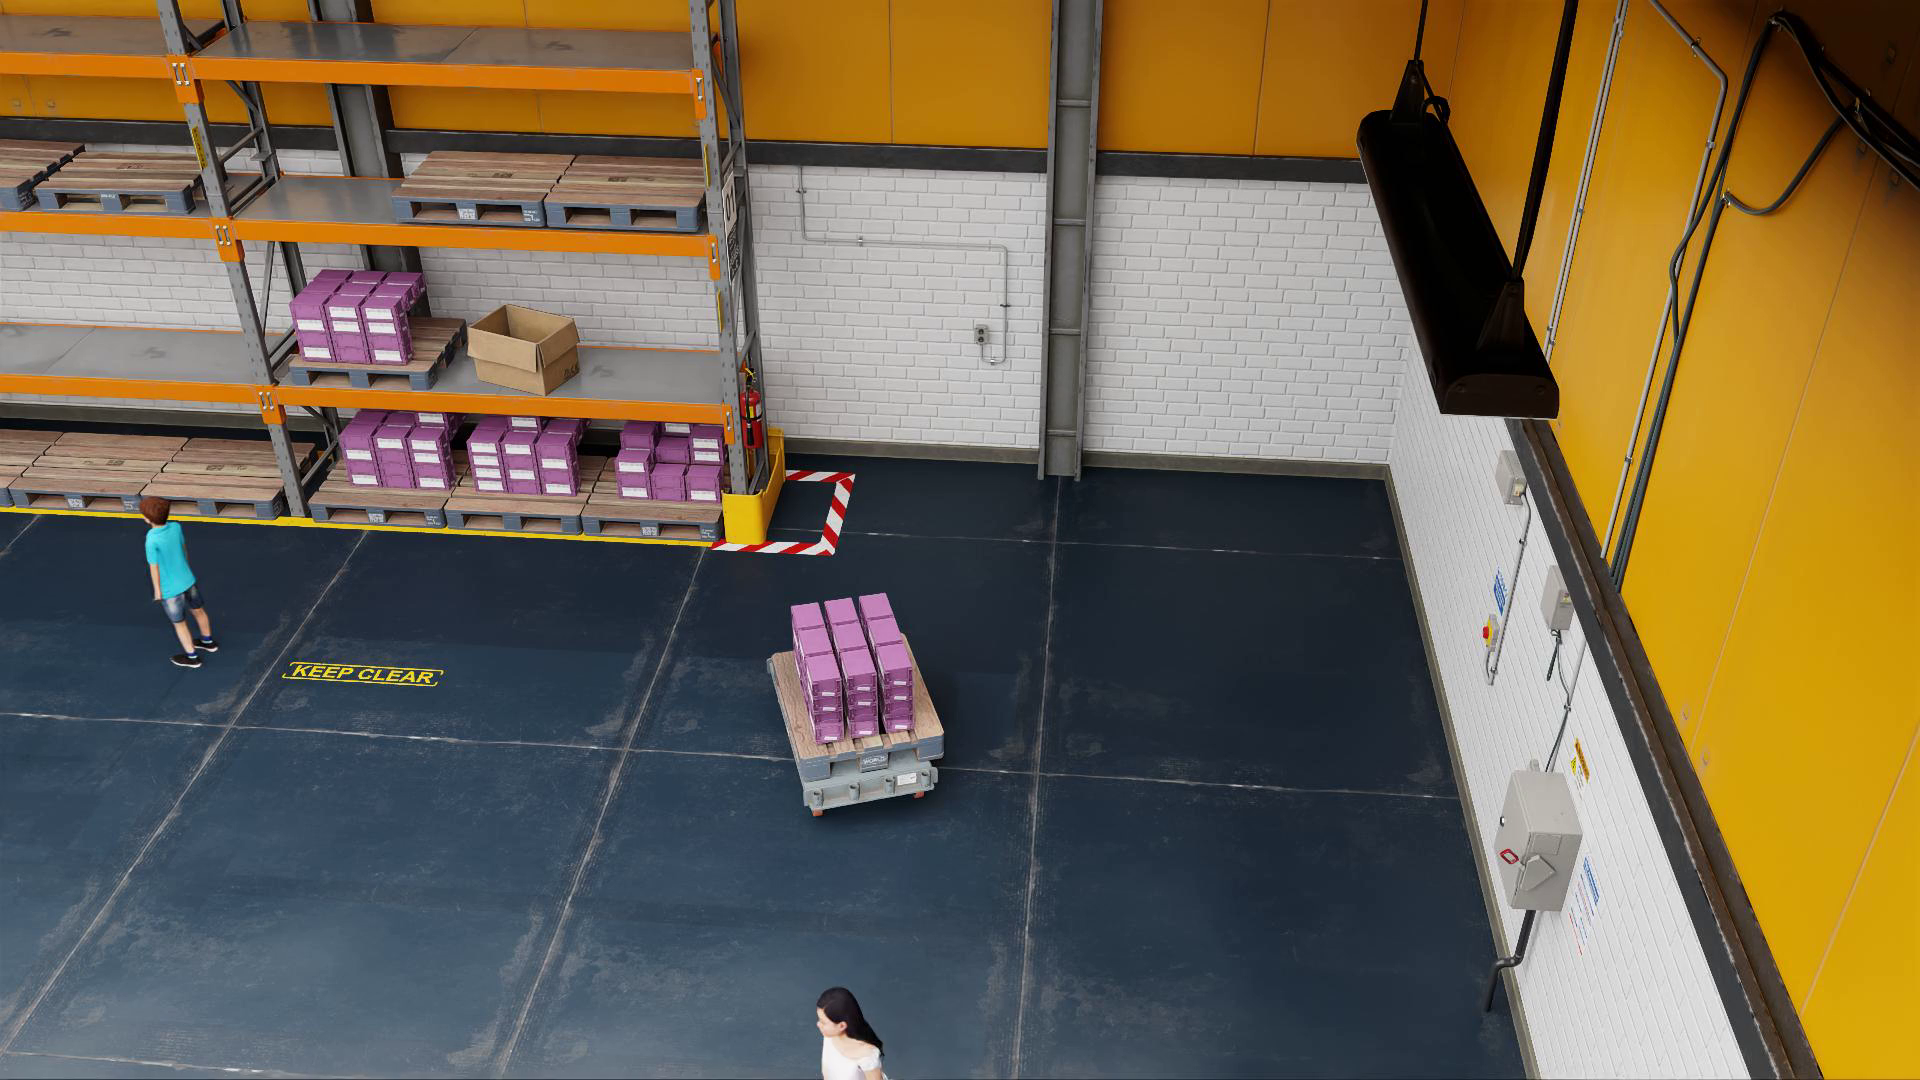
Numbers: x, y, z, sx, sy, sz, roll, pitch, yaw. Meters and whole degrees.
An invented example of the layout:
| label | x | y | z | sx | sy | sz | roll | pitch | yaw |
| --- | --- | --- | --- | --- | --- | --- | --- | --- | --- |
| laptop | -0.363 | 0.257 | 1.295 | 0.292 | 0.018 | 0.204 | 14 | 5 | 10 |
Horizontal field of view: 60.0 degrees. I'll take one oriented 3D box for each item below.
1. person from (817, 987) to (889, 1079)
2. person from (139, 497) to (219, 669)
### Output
| label | x | y | z | sx | sy | sz | roll | pitch | yaw |
| --- | --- | --- | --- | --- | --- | --- | --- | --- | --- |
| person | -0.464 | 2.903 | 8.482 | 0.843 | 1.747 | 0.792 | -26 | 41 | -33 |
| person | -5.971 | 0.300 | 12.668 | 0.539 | 1.448 | 0.558 | 9 | 35 | 14 |
